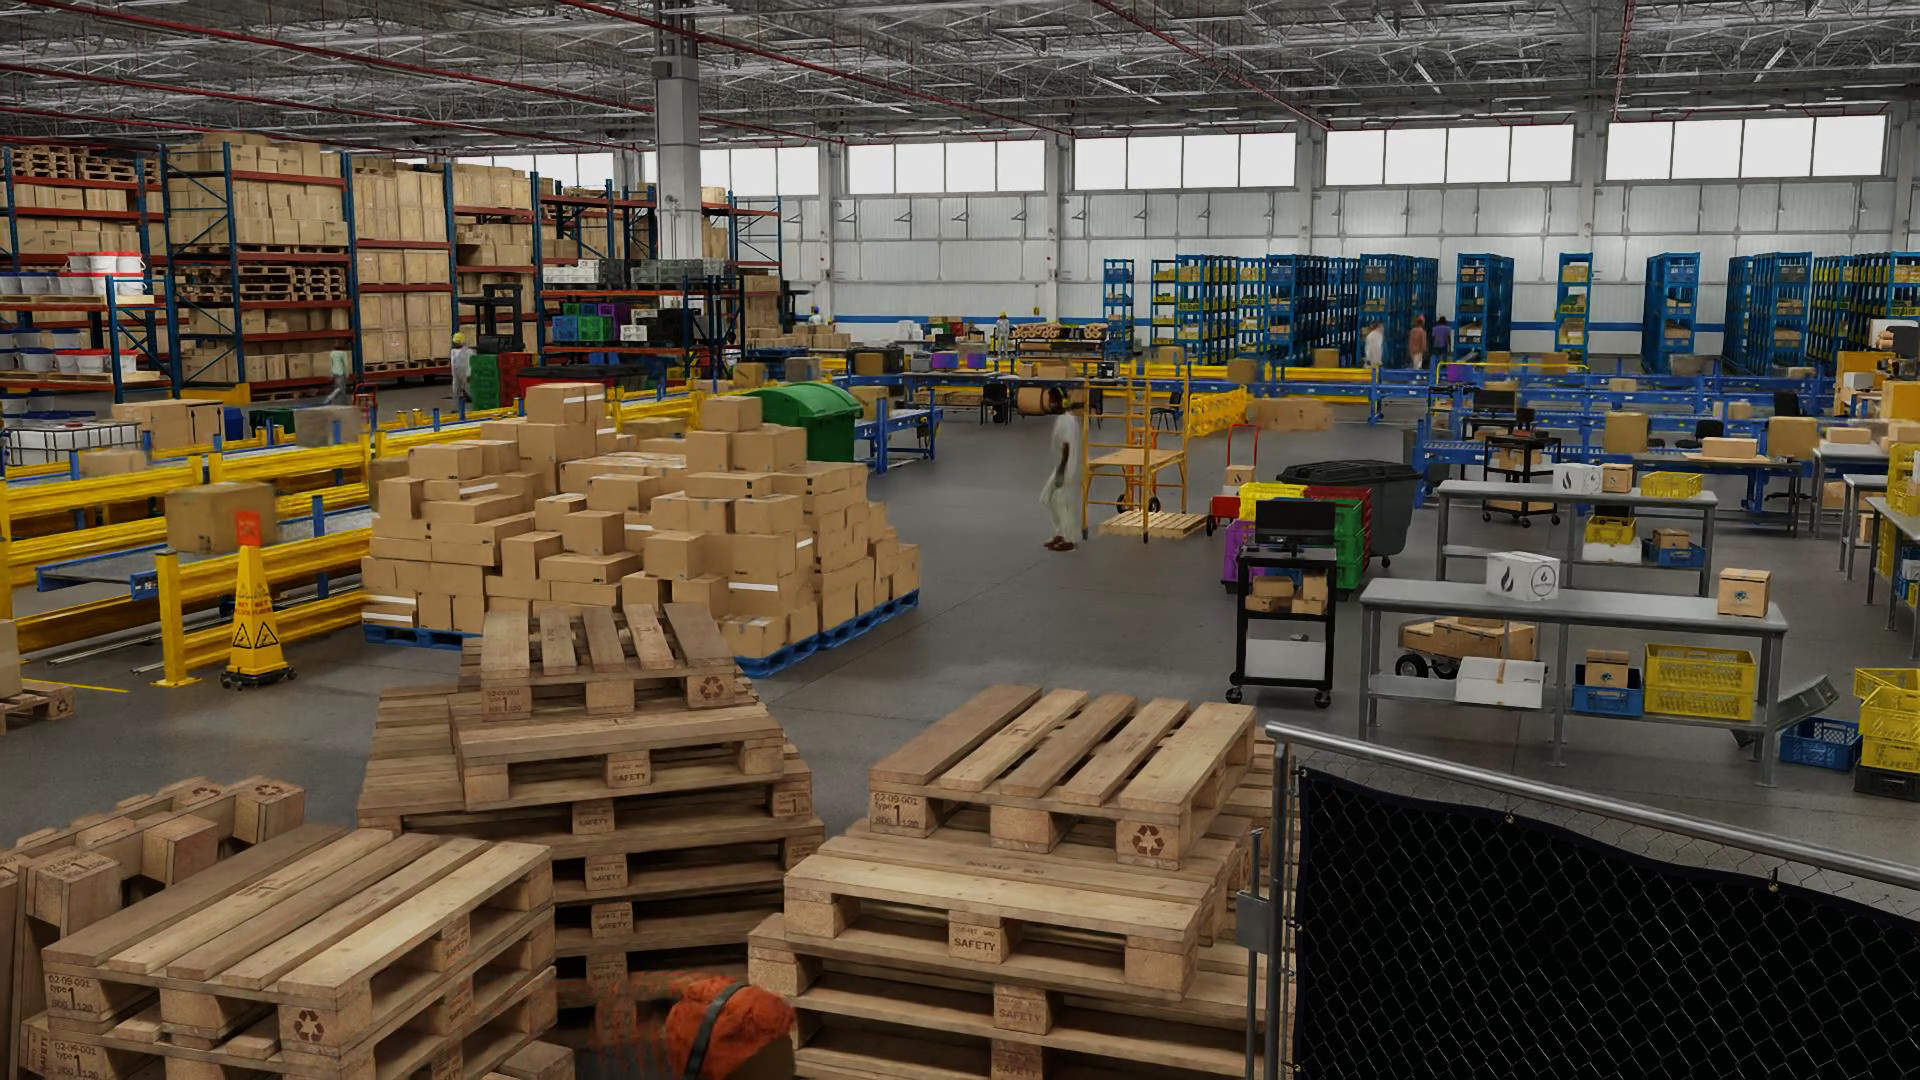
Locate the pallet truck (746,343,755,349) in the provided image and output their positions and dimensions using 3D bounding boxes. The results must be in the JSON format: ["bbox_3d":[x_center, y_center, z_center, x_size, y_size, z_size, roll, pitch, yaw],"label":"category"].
[{"bbox_3d":[-6.183,-4.618,44.264,1.601,1.201,0.680,-9,12,-43],"label":"pallet truck"}]

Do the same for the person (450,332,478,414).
[{"bbox_3d":[-10.770,-3.594,36.036,0.590,1.807,0.819,3,10,20],"label":"person"}]

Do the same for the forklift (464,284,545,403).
[{"bbox_3d":[-10.832,-4.702,39.610,1.129,2.768,1.873,3,10,20],"label":"forklift"}]

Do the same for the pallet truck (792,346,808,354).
[{"bbox_3d":[-3.705,-4.298,42.022,0.653,1.274,1.630,3,10,20],"label":"pallet truck"}]

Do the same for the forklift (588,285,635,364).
[{"bbox_3d":[-9.790,-6.098,48.381,1.873,2.768,1.129,3,10,19],"label":"forklift"}]

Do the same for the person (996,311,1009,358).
[{"bbox_3d":[1.571,-7.519,60.898,0.480,1.732,0.350,-1,9,-7],"label":"person"}]

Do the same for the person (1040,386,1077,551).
[{"bbox_3d":[1.074,-0.771,18.194,0.480,1.840,0.581,-1,9,-8],"label":"person"}]

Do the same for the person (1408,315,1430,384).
[{"bbox_3d":[12.105,-4.937,43.894,0.434,1.971,0.642,-2,9,-15],"label":"person"}]

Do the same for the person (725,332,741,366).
[{"bbox_3d":[-5.449,-4.165,39.998,0.323,1.690,0.546,-8,12,-42],"label":"person"}]

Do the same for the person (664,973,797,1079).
[{"bbox_3d":[-0.432,1.648,2.876,0.552,1.873,0.606,6,11,31],"label":"person"}]

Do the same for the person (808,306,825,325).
[{"bbox_3d":[-5.147,-7.422,59.678,0.646,1.917,0.815,-1,9,-9],"label":"person"}]

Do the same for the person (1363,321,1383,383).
[{"bbox_3d":[10.365,-4.550,41.751,0.439,1.897,0.647,9,13,44],"label":"person"}]

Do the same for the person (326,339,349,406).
[{"bbox_3d":[-14.079,-3.751,37.630,0.508,1.604,0.702,5,11,31],"label":"person"}]

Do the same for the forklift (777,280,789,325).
[{"bbox_3d":[-7.260,-9.122,67.368,1.873,2.768,1.129,3,10,20],"label":"forklift"}]

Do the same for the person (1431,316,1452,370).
[{"bbox_3d":[14.291,-5.715,49.317,0.598,1.807,0.883,4,10,24],"label":"person"}]
